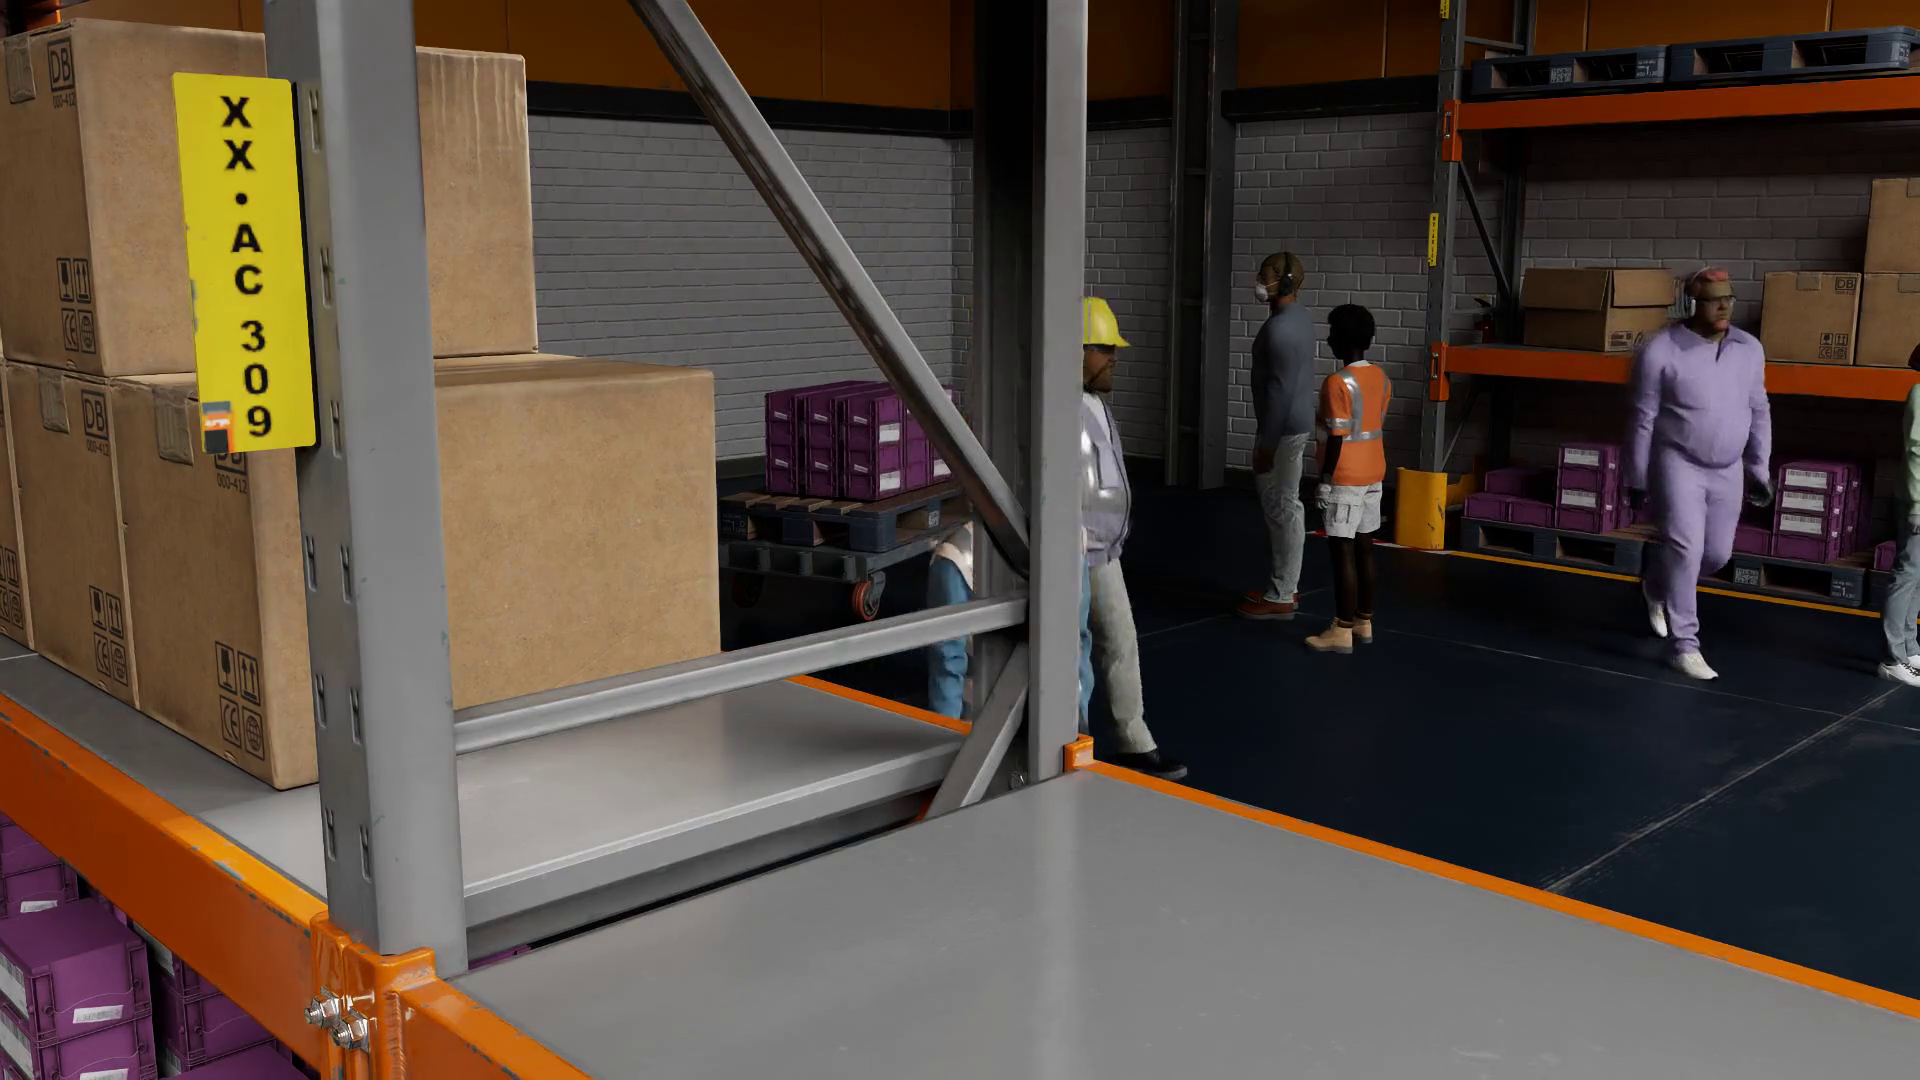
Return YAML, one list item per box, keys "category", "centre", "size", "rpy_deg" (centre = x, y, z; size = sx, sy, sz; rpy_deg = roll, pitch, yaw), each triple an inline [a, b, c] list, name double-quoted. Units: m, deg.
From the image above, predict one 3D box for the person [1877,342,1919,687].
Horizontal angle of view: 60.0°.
- category: "person"
  centre: [4.393, -0.155, 7.542]
  size: [0.284, 1.618, 0.497]
  rpy_deg: [10, 14, 43]

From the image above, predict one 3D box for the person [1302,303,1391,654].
- category: "person"
  centre: [1.891, -0.298, 8.107]
  size: [0.317, 1.697, 0.533]
  rpy_deg: [8, 13, 37]

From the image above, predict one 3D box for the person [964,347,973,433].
- category: "person"
  centre: [0.186, -0.207, 7.101]
  size: [0.347, 1.882, 0.584]
  rpy_deg: [-2, 11, -9]

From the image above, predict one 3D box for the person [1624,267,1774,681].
- category: "person"
  centre: [3.426, -0.338, 7.825]
  size: [0.634, 1.884, 0.778]
  rpy_deg: [-2, 11, -12]

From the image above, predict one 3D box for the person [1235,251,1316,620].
- category: "person"
  centre: [1.683, -0.549, 8.813]
  size: [0.365, 1.940, 0.636]
  rpy_deg: [4, 11, 19]

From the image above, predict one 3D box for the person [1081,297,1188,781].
- category: "person"
  centre: [0.424, 0.009, 6.147]
  size: [0.791, 1.804, 0.593]
  rpy_deg: [5, 12, 26]

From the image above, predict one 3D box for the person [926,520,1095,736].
- category: "person"
  centre: [0.086, 0.484, 4.043]
  size: [0.550, 1.619, 0.527]
  rpy_deg: [10, 14, 43]
